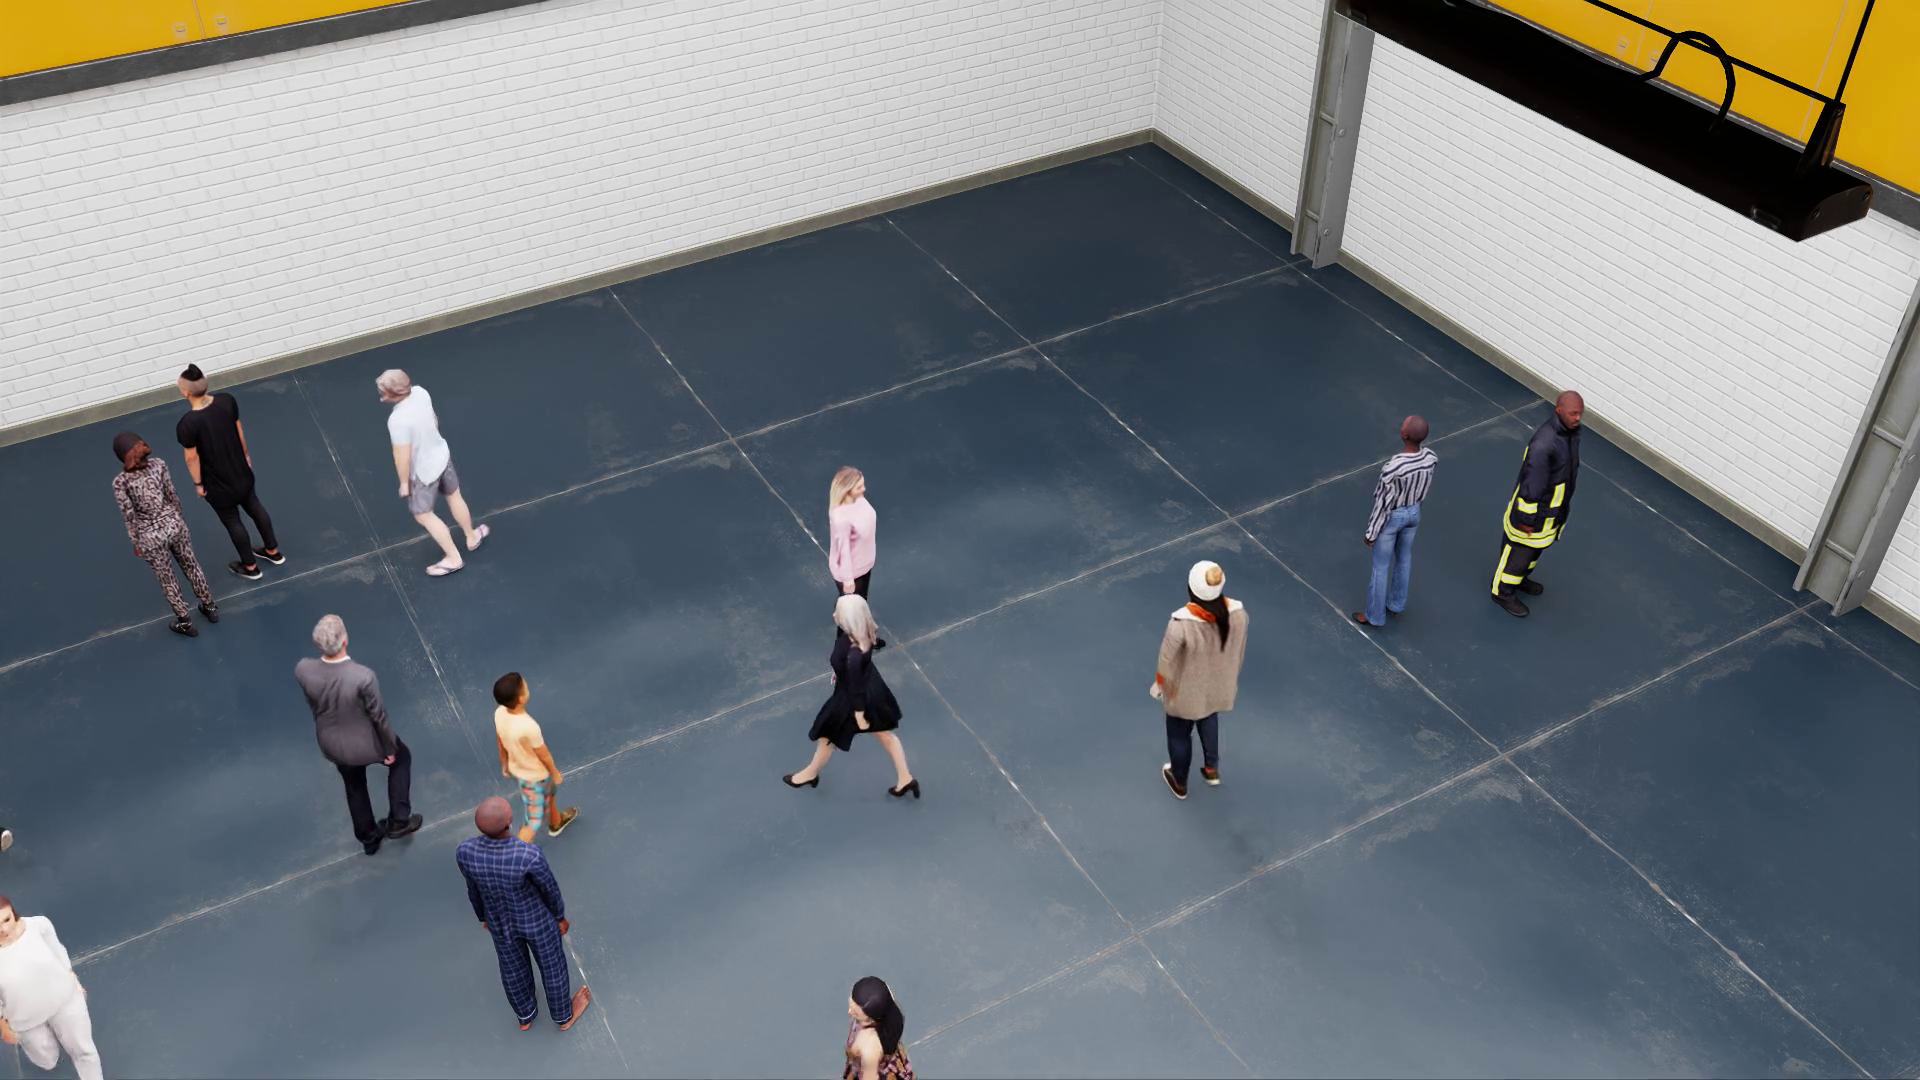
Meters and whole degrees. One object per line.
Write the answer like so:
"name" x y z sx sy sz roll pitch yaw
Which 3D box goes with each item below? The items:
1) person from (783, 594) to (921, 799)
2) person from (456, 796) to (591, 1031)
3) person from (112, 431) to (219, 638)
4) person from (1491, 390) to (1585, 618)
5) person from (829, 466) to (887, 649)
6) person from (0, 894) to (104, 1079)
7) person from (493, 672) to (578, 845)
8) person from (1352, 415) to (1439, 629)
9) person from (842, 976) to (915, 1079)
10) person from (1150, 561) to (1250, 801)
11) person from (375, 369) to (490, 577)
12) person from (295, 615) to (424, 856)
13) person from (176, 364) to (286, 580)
"person" -0.561 1.012 10.408 1.142 1.700 1.110 7 39 9
"person" -2.383 2.038 9.027 0.765 1.820 0.791 2 39 3
"person" -5.634 -0.047 11.722 0.687 1.714 0.668 23 44 26
"person" 4.161 -0.309 11.966 0.796 1.821 0.830 28 46 31
"person" -0.760 0.167 11.478 0.749 1.685 0.688 9 40 12
"person" -4.850 2.390 8.702 1.013 1.676 0.807 27 46 30
"person" -2.640 1.445 10.076 0.960 1.438 0.819 29 47 31
"person" 3.087 -0.121 11.750 0.628 1.795 0.521 -21 43 -24
"person" -0.415 2.675 8.275 0.872 1.763 0.806 18 42 21
"person" 1.521 0.926 10.373 0.746 1.879 0.742 -13 41 -16
"person" -3.883 -0.555 12.286 0.916 1.805 0.921 21 43 24
"person" -3.664 1.244 10.020 0.840 1.821 0.862 3 39 3
"person" -5.385 -0.520 12.194 0.787 1.864 0.772 17 42 21
